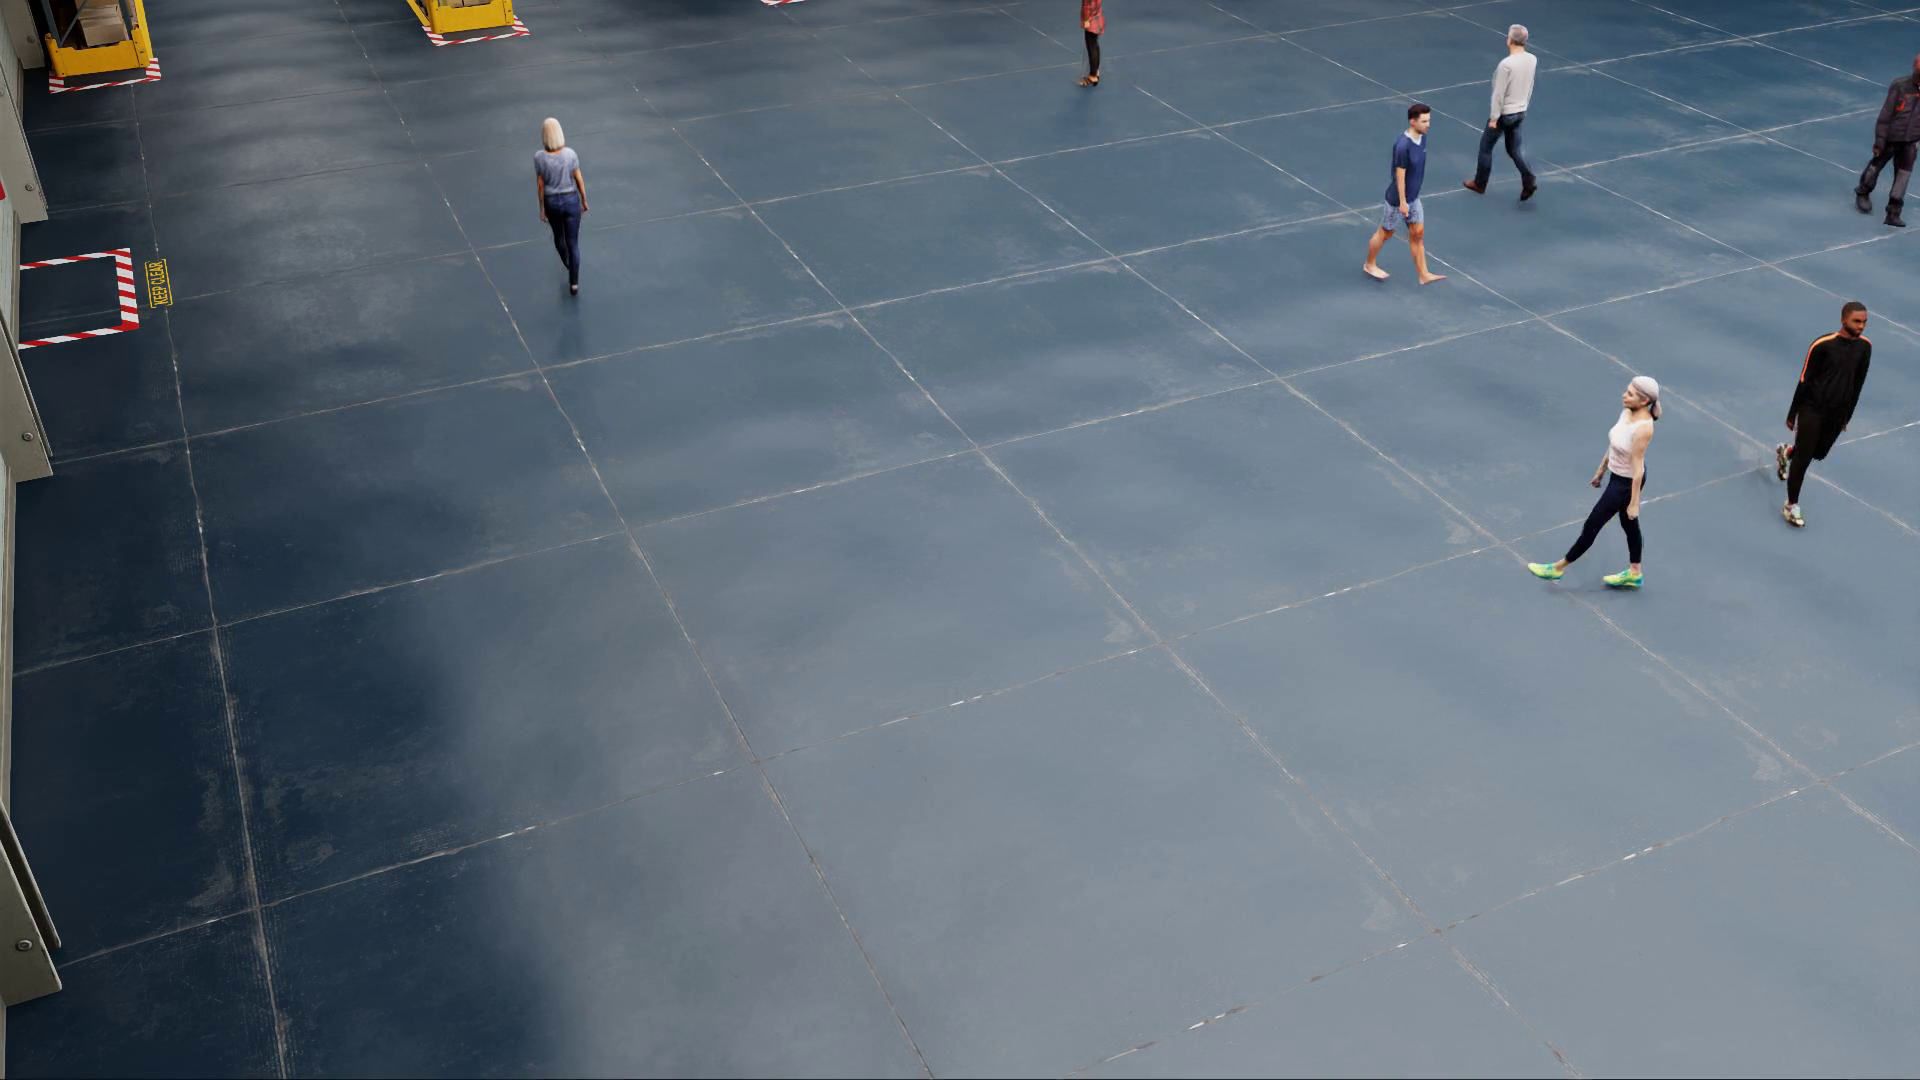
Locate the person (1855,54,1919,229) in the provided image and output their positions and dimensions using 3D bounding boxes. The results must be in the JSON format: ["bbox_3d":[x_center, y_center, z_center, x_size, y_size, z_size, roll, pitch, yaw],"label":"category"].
[{"bbox_3d":[9.954,-4.304,17.719,1.120,1.784,1.351,2,33,4],"label":"person"}]

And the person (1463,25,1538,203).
[{"bbox_3d":[6.020,-4.595,18.075,0.813,1.882,1.181,-18,37,-25],"label":"person"}]

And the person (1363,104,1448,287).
[{"bbox_3d":[4.258,-3.375,16.273,0.880,1.802,1.185,-28,42,-36],"label":"person"}]

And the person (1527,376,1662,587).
[{"bbox_3d":[4.794,-0.366,11.769,1.082,1.669,1.107,6,33,8],"label":"person"}]

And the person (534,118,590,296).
[{"bbox_3d":[-3.842,-3.188,16.098,0.803,1.679,1.142,-5,33,-8],"label":"person"}]

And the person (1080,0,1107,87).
[{"bbox_3d":[1.715,-6.763,21.574,0.767,1.702,0.685,7,34,11],"label":"person"}]

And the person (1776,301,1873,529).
[{"bbox_3d":[6.517,-1.025,12.675,0.908,1.785,1.127,0,33,0],"label":"person"}]
